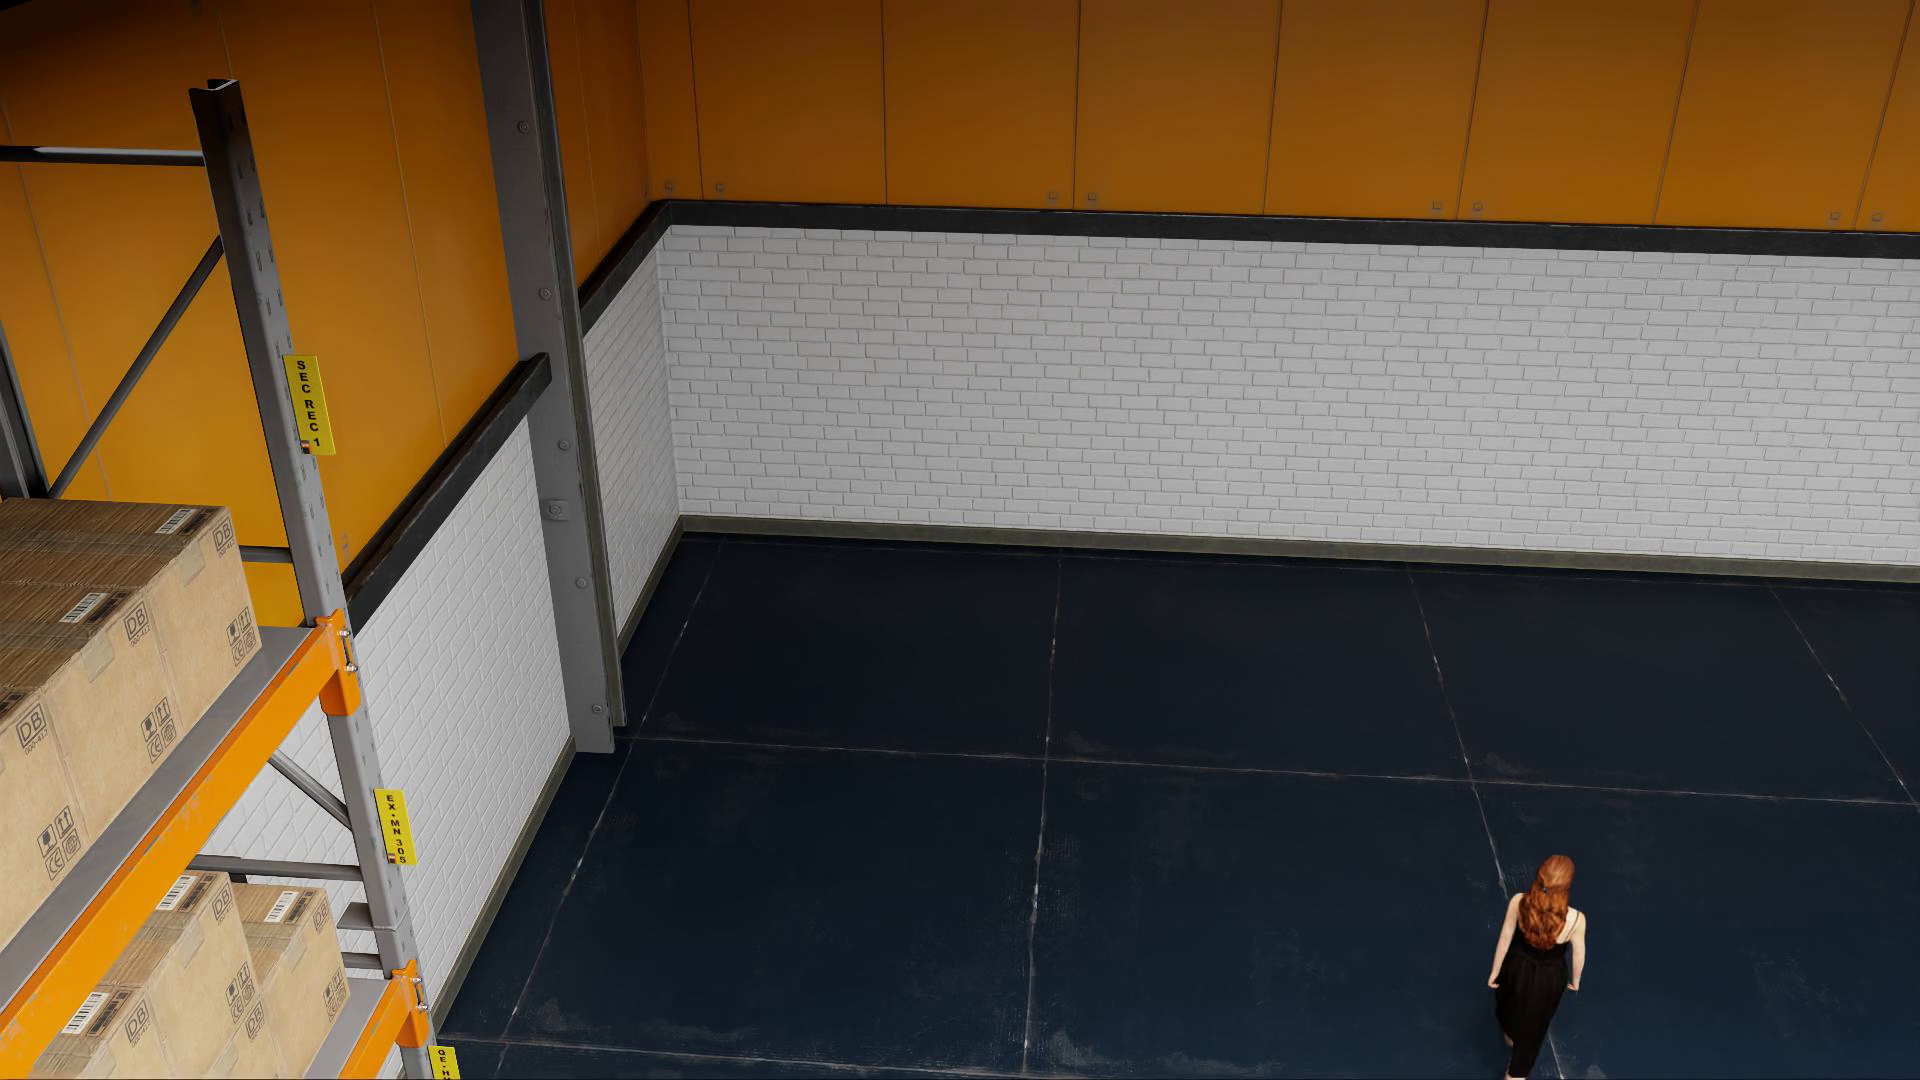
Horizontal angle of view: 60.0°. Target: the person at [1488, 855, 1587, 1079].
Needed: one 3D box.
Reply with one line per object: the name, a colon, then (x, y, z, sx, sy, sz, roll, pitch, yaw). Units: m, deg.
person: (2.986, 2.384, 8.767, 0.857, 1.593, 1.071, 16, 32, 26)
